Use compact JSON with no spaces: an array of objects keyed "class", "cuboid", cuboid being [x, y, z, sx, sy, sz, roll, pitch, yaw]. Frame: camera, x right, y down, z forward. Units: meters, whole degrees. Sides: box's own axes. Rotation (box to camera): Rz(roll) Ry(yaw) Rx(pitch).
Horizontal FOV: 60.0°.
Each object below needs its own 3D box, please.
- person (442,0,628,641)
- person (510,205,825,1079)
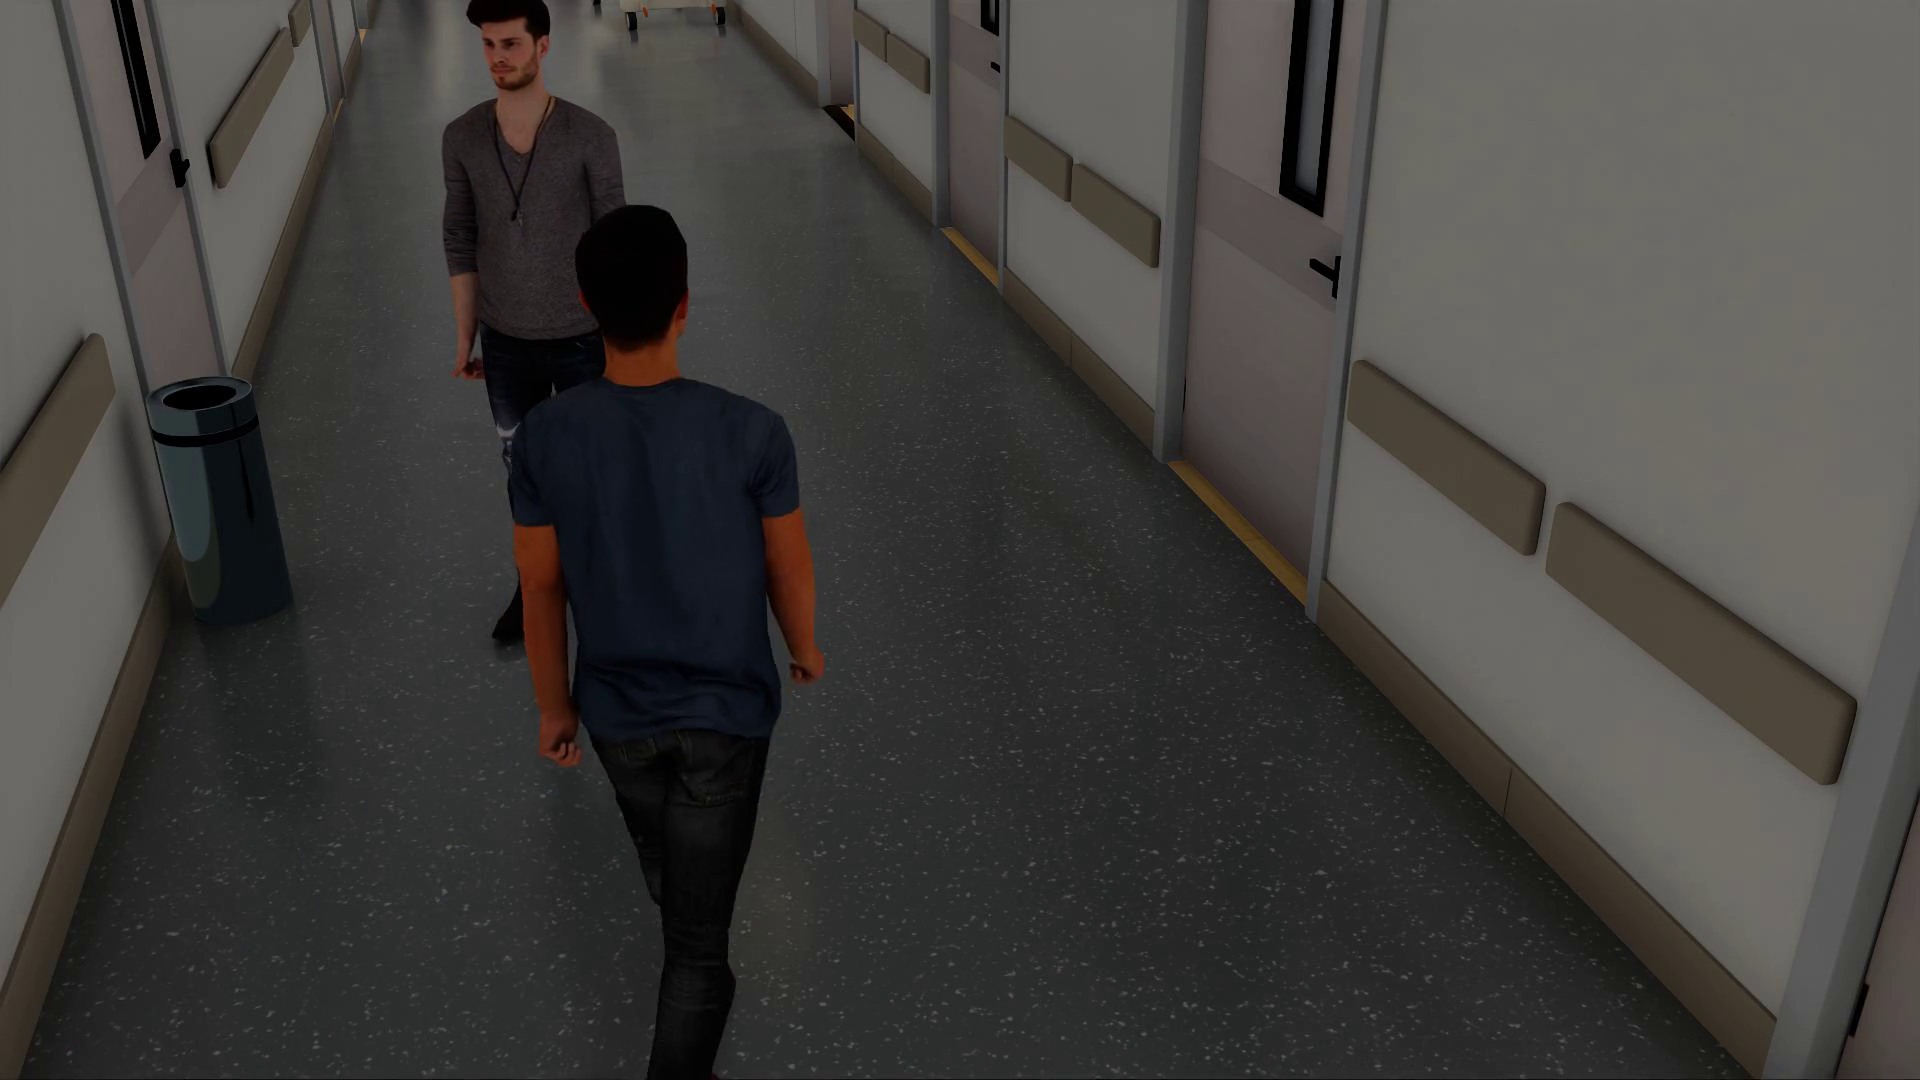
[{"class":"person","cuboid":[-1.190,-0.608,4.809,0.644,1.903,0.827,1,26,3]},{"class":"person","cuboid":[-0.527,0.350,2.976,1.156,1.769,0.989,3,26,6]}]
